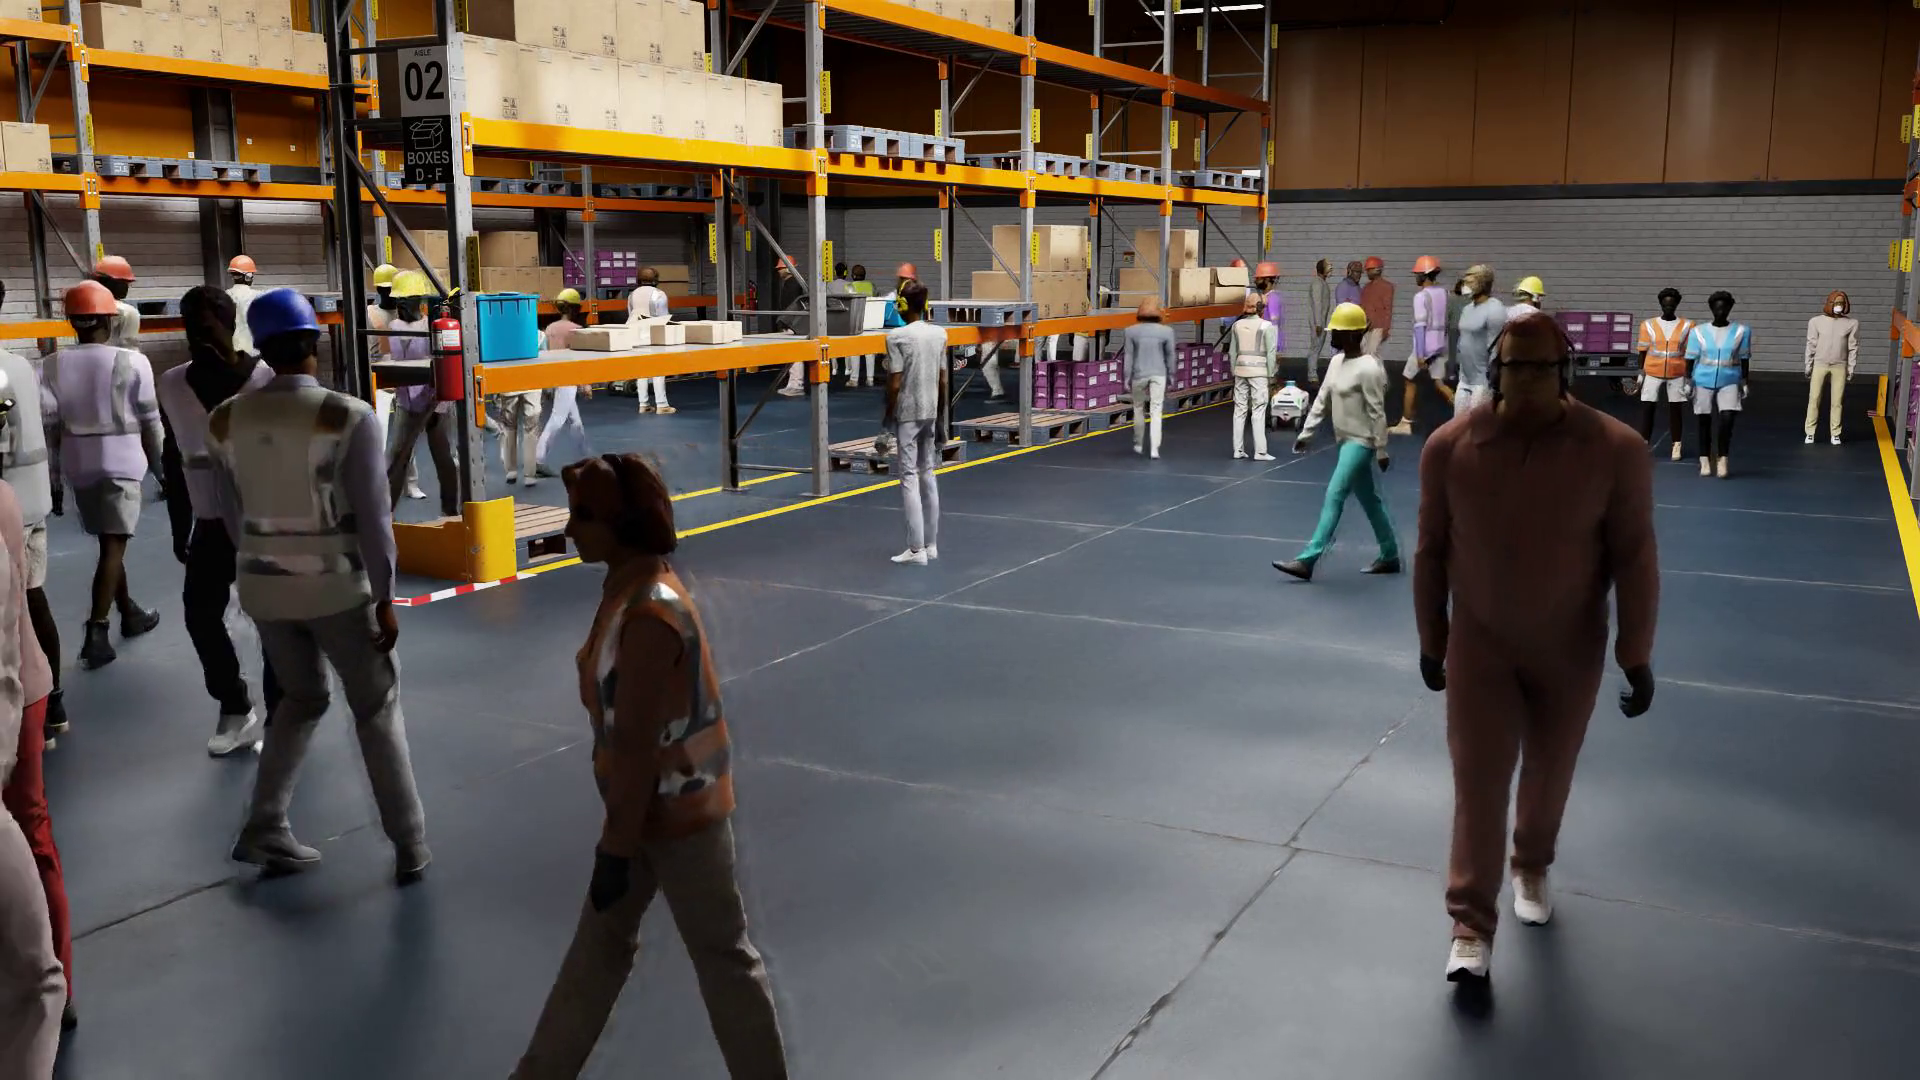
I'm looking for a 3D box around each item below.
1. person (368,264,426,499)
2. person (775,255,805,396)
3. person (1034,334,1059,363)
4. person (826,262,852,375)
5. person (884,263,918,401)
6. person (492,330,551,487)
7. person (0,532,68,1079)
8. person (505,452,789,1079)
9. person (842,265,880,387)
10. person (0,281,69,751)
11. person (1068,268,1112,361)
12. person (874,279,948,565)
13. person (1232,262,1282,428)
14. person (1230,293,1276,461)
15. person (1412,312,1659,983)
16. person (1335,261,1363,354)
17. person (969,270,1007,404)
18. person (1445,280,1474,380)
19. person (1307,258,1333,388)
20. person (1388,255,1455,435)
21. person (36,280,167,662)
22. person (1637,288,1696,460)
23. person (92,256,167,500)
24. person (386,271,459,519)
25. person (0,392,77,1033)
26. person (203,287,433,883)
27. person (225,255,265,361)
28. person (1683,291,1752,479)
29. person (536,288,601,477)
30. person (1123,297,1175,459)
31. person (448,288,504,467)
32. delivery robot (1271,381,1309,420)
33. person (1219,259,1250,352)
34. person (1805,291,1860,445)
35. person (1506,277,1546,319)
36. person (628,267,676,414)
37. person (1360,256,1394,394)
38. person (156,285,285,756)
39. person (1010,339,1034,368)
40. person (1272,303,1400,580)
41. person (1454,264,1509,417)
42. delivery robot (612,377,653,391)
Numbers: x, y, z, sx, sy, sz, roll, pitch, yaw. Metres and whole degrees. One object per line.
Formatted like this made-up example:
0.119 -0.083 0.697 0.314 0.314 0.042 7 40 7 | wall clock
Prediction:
-4.639 -1.277 13.596 0.587 1.927 0.364 -7 12 -36 | person
-2.413 -3.050 23.662 0.396 1.992 0.622 -4 10 -20 | person
1.412 -3.565 26.806 0.630 1.938 0.366 9 13 42 | person
-1.974 -3.674 27.642 0.530 1.869 0.311 3 10 16 | person
-0.736 -2.690 21.894 0.561 1.895 0.978 -6 12 -32 | person
-3.836 -1.285 14.547 0.518 1.612 0.692 -2 10 -10 | person
-1.988 0.568 3.087 0.663 1.867 0.656 2 10 13 | person
-0.752 0.609 3.603 0.841 1.592 0.527 -3 10 -18 | person
-1.529 -3.247 25.249 0.622 1.845 0.429 -6 11 -31 | person
-3.892 -0.113 6.741 0.362 1.963 0.613 -2 10 -13 | person
1.784 -2.839 22.927 0.622 1.835 0.430 -1 10 -5 | person
-0.308 -0.751 10.867 0.545 1.876 0.541 -9 13 -42 | person
3.410 -2.229 19.165 0.701 1.913 0.553 2 10 11 | person
2.850 -1.584 16.211 0.314 1.639 0.514 -9 13 -43 | person
1.616 0.289 4.737 0.655 1.853 0.988 3 10 18 | person
5.560 -2.994 23.620 0.406 1.902 0.636 7 12 34 | person
0.393 -2.704 22.252 0.536 1.790 0.612 -2 10 -10 | person
8.004 -3.362 26.612 0.524 1.582 0.839 5 11 29 | person
5.417 -3.266 25.078 0.354 1.936 0.635 3 10 14 | person
5.194 -2.109 18.218 0.624 2.014 0.976 -8 13 -39 | person
-4.326 -0.355 8.401 0.545 1.892 1.012 -1 10 -4 | person
6.896 -1.619 16.277 0.533 1.687 0.320 4 10 21 | person
-6.692 -1.256 13.294 0.613 1.986 1.017 2 10 13 | person
-3.935 -0.962 11.896 0.592 1.883 0.960 4 10 20 | person
-2.494 0.417 4.255 0.313 1.769 0.523 -6 11 -29 | person
-2.067 0.159 5.313 0.630 1.915 0.444 2 10 11 | person
-7.337 -1.922 17.133 0.611 1.996 0.379 2 10 11 | person
6.764 -1.380 14.887 0.557 1.673 0.653 4 11 24 | person
-3.643 -1.454 15.282 0.546 1.701 0.996 8 13 39 | person
1.876 -1.610 16.509 0.513 1.588 0.835 1 10 7 | person
-4.577 -1.516 15.619 0.634 1.703 0.494 3 10 15 | person
3.785 -1.582 19.057 0.477 0.478 0.707 3 10 19 | delivery robot
4.244 -3.354 25.645 0.544 1.926 0.379 -3 10 -18 | person
9.207 -1.817 17.595 0.496 1.629 0.277 4 10 20 | person
5.422 -1.611 15.929 0.870 1.783 0.617 -4 11 -23 | person
-3.870 -2.506 20.961 0.626 1.843 0.429 6 11 31 | person
5.754 -2.964 23.198 0.449 1.975 0.649 -4 11 -24 | person
-2.885 -0.059 6.641 0.632 1.896 0.490 0 10 2 | person
1.110 -3.983 29.391 0.575 1.883 0.355 -5 11 -28 | person
2.387 -0.598 10.291 0.933 1.715 0.531 -2 10 -10 | person
4.177 -1.228 13.309 0.478 1.935 0.696 -1 10 -8 | person
-4.593 -2.352 23.503 0.477 0.478 0.707 8 13 40 | delivery robot
